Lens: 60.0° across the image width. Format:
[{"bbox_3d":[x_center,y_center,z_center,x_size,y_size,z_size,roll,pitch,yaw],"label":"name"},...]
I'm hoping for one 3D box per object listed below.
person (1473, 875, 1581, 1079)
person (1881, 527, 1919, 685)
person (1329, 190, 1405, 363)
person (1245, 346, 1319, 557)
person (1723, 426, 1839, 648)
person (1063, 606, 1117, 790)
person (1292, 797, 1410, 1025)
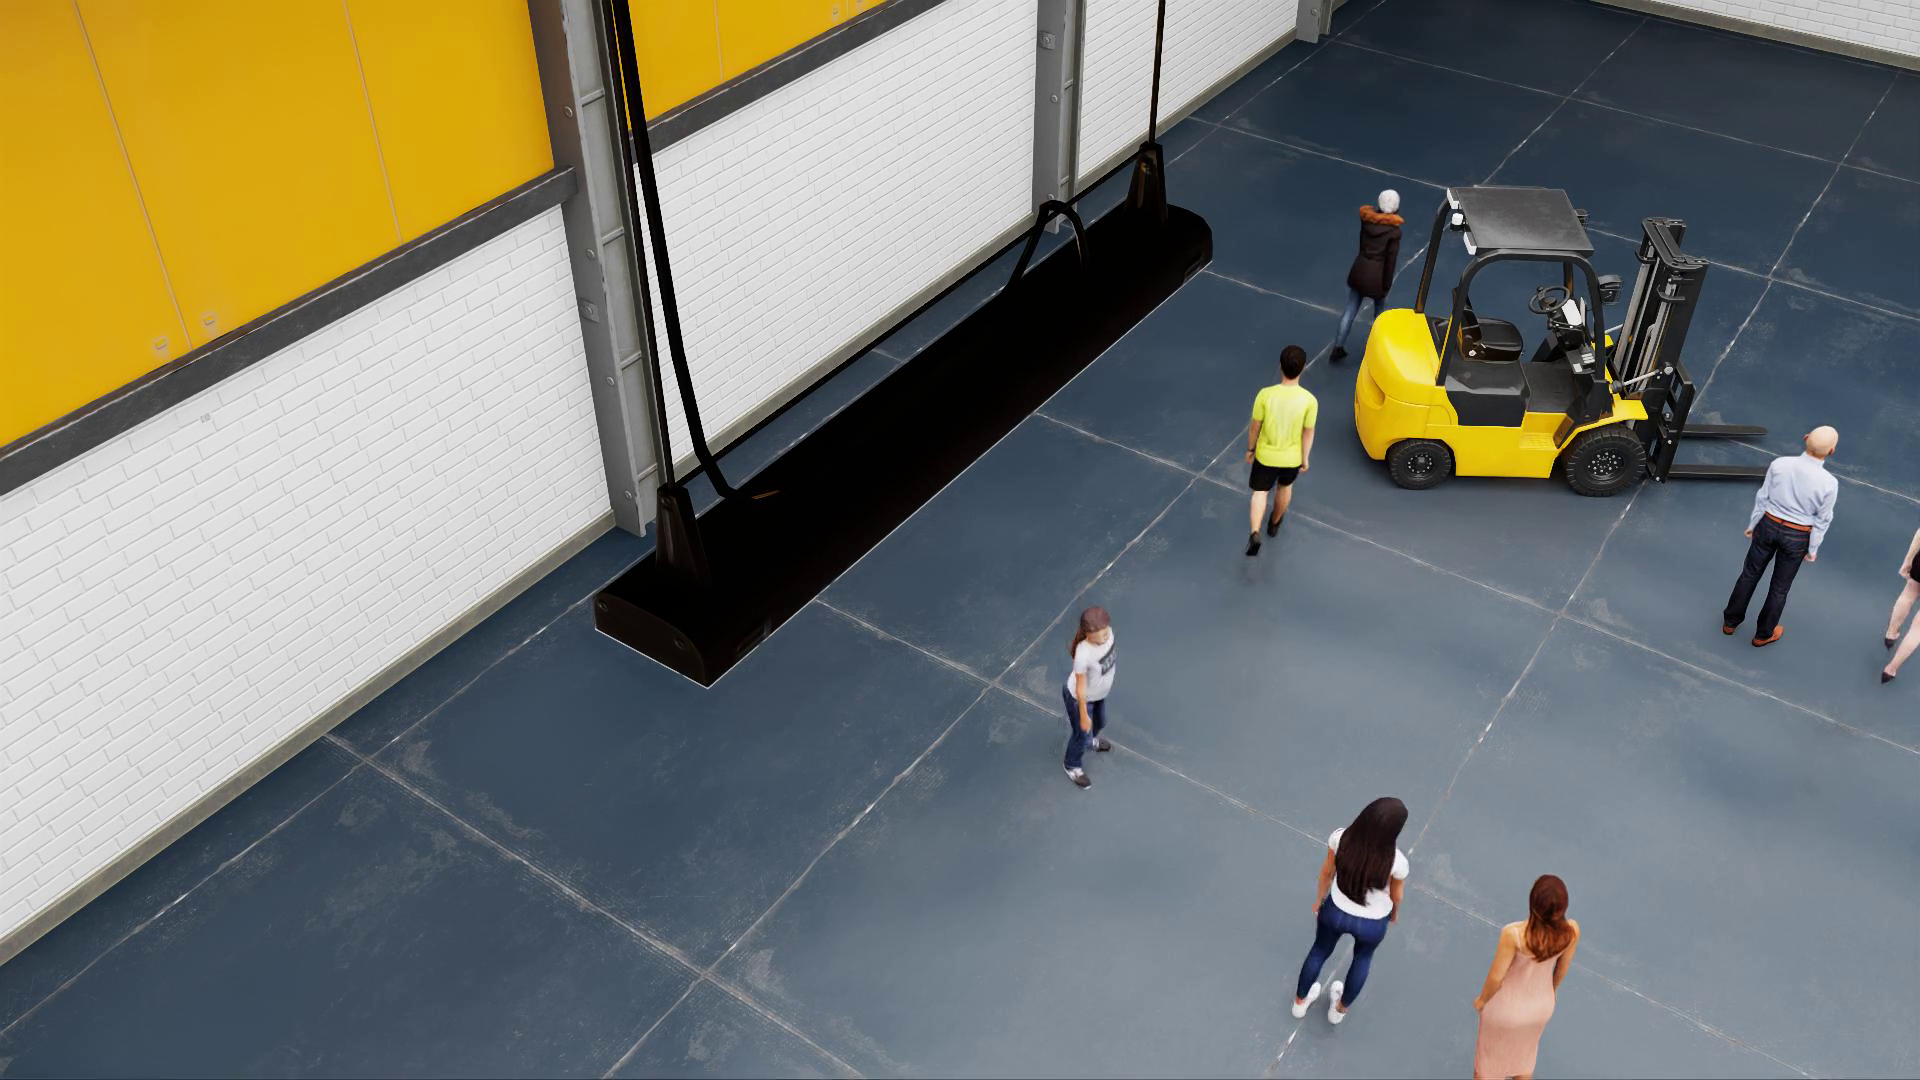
[{"bbox_3d":[2.850,2.359,8.470,0.655,1.831,0.708,-5,39,-6],"label":"person"},{"bbox_3d":[6.516,0.262,11.114,0.669,1.810,0.879,31,48,33],"label":"person"},{"bbox_3d":[3.521,-2.260,14.447,0.733,1.591,1.096,31,48,33],"label":"person"},{"bbox_3d":[2.364,-0.611,12.307,0.864,1.684,1.066,8,39,10],"label":"person"},{"bbox_3d":[5.692,-0.032,11.497,0.666,1.791,0.596,29,47,31],"label":"person"},{"bbox_3d":[0.789,0.941,10.487,0.724,1.530,0.508,14,41,16],"label":"person"},{"bbox_3d":[2.108,2.064,8.901,0.601,1.754,0.565,14,41,17],"label":"person"}]
